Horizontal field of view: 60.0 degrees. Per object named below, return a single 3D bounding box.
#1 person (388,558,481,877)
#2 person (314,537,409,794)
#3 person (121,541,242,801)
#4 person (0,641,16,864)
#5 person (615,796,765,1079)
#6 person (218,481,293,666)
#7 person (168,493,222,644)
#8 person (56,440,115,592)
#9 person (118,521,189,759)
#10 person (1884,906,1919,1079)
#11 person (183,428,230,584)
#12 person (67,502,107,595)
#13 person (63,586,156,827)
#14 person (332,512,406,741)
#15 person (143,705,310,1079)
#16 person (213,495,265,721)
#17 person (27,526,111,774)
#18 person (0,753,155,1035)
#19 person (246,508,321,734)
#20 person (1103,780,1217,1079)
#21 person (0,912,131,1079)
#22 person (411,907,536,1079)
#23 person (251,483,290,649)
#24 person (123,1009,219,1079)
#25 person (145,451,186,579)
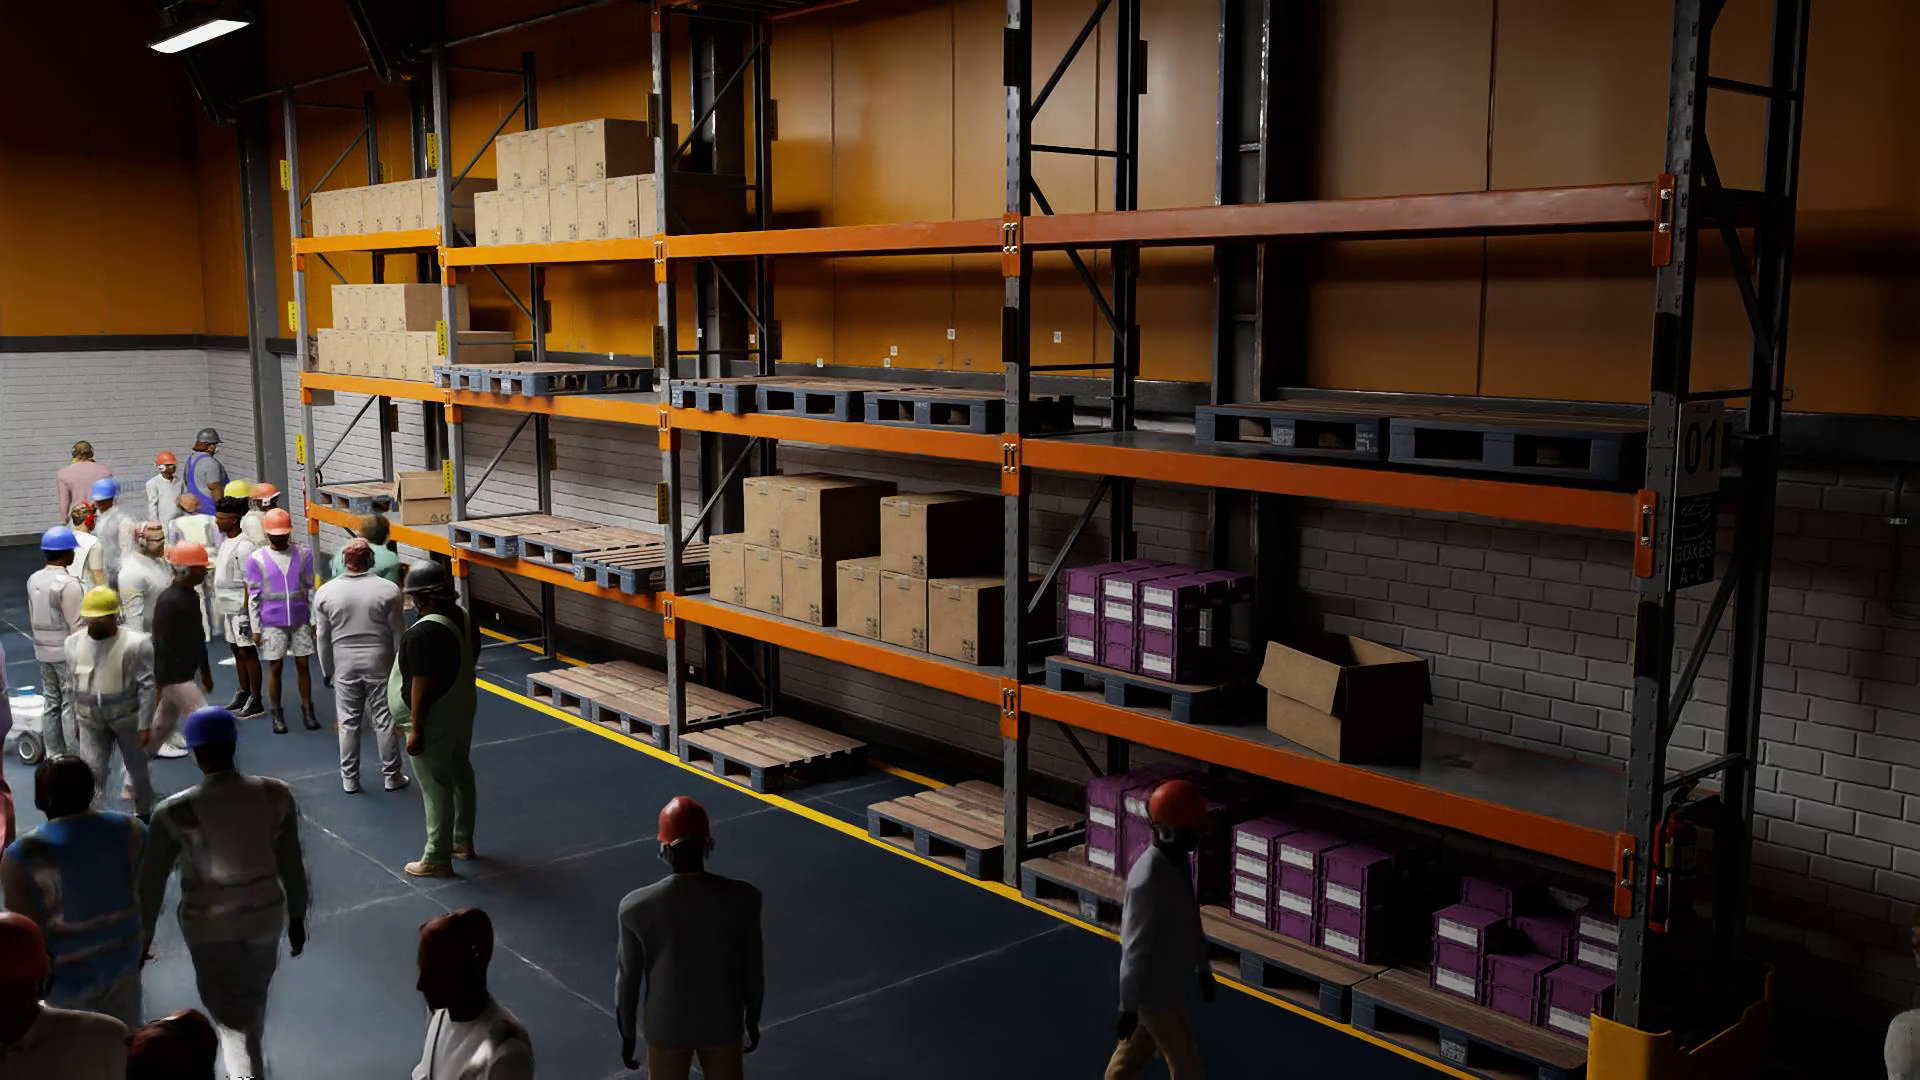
[{"bbox_3d":[-3.373,1.112,10.615,0.538,2.000,0.682,1,8,10],"label":"person"},{"bbox_3d":[-4.415,0.930,12.340,0.639,1.910,0.407,-1,8,-9],"label":"person"},{"bbox_3d":[-5.635,0.962,12.065,1.073,1.926,0.631,-2,8,-11],"label":"person"},{"bbox_3d":[-6.185,1.194,10.476,0.381,1.917,0.585,-6,10,-34],"label":"person"},{"bbox_3d":[-1.048,1.859,6.487,0.578,1.739,0.383,-2,8,-11],"label":"person"},{"bbox_3d":[-7.066,0.317,16.815,0.845,1.863,0.607,-4,9,-24],"label":"person"},{"bbox_3d":[-8.160,0.293,17.810,0.538,1.602,0.610,-4,9,-28],"label":"person"},{"bbox_3d":[-10.777,-0.266,20.551,0.627,1.940,0.372,-5,10,-33],"label":"person"},{"bbox_3d":[-6.427,0.788,13.363,0.466,1.902,0.667,-1,8,-7],"label":"person"},{"bbox_3d":[3.119,2.003,5.028,0.690,1.868,0.997,-2,8,-14],"label":"person"},{"bbox_3d":[-9.585,-0.429,21.331,0.688,2.000,0.536,7,10,39],"label":"person"},{"bbox_3d":[-7.928,0.574,15.073,0.560,1.836,0.394,5,10,31],"label":"person"},{"bbox_3d":[-5.646,1.179,11.063,0.595,1.785,0.947,-1,8,-9],"label":"person"},{"bbox_3d":[-4.963,0.726,13.867,0.765,1.920,0.347,4,9,25],"label":"person"},{"bbox_3d":[-3.235,1.664,7.278,0.636,1.884,0.981,-8,11,-44],"label":"person"},{"bbox_3d":[-6.317,0.584,14.544,0.367,1.966,0.607,-7,11,-40],"label":"person"},{"bbox_3d":[-6.818,0.863,12.674,0.609,1.946,0.395,5,10,31],"label":"person"},{"bbox_3d":[-3.692,1.763,6.918,0.866,1.800,0.644,6,10,37],"label":"person"},{"bbox_3d":[-5.702,0.681,14.039,0.550,1.922,0.391,-6,10,-34],"label":"person"},{"bbox_3d":[0.911,1.819,6.833,0.894,1.701,0.585,3,9,20],"label":"person"},{"bbox_3d":[-2.619,1.994,4.690,0.616,1.986,0.407,-4,9,-24],"label":"person"},{"bbox_3d":[-1.445,2.004,4.972,0.352,1.880,0.579,-6,10,-35],"label":"person"},{"bbox_3d":[-7.261,0.266,17.550,0.354,1.738,0.573,-2,8,-13],"label":"person"},{"bbox_3d":[-1.935,2.103,4.318,0.581,1.877,0.368,2,8,15],"label":"person"},{"bbox_3d":[-10.007,-0.250,21.060,0.319,1.755,0.573,3,9,19],"label":"person"}]
